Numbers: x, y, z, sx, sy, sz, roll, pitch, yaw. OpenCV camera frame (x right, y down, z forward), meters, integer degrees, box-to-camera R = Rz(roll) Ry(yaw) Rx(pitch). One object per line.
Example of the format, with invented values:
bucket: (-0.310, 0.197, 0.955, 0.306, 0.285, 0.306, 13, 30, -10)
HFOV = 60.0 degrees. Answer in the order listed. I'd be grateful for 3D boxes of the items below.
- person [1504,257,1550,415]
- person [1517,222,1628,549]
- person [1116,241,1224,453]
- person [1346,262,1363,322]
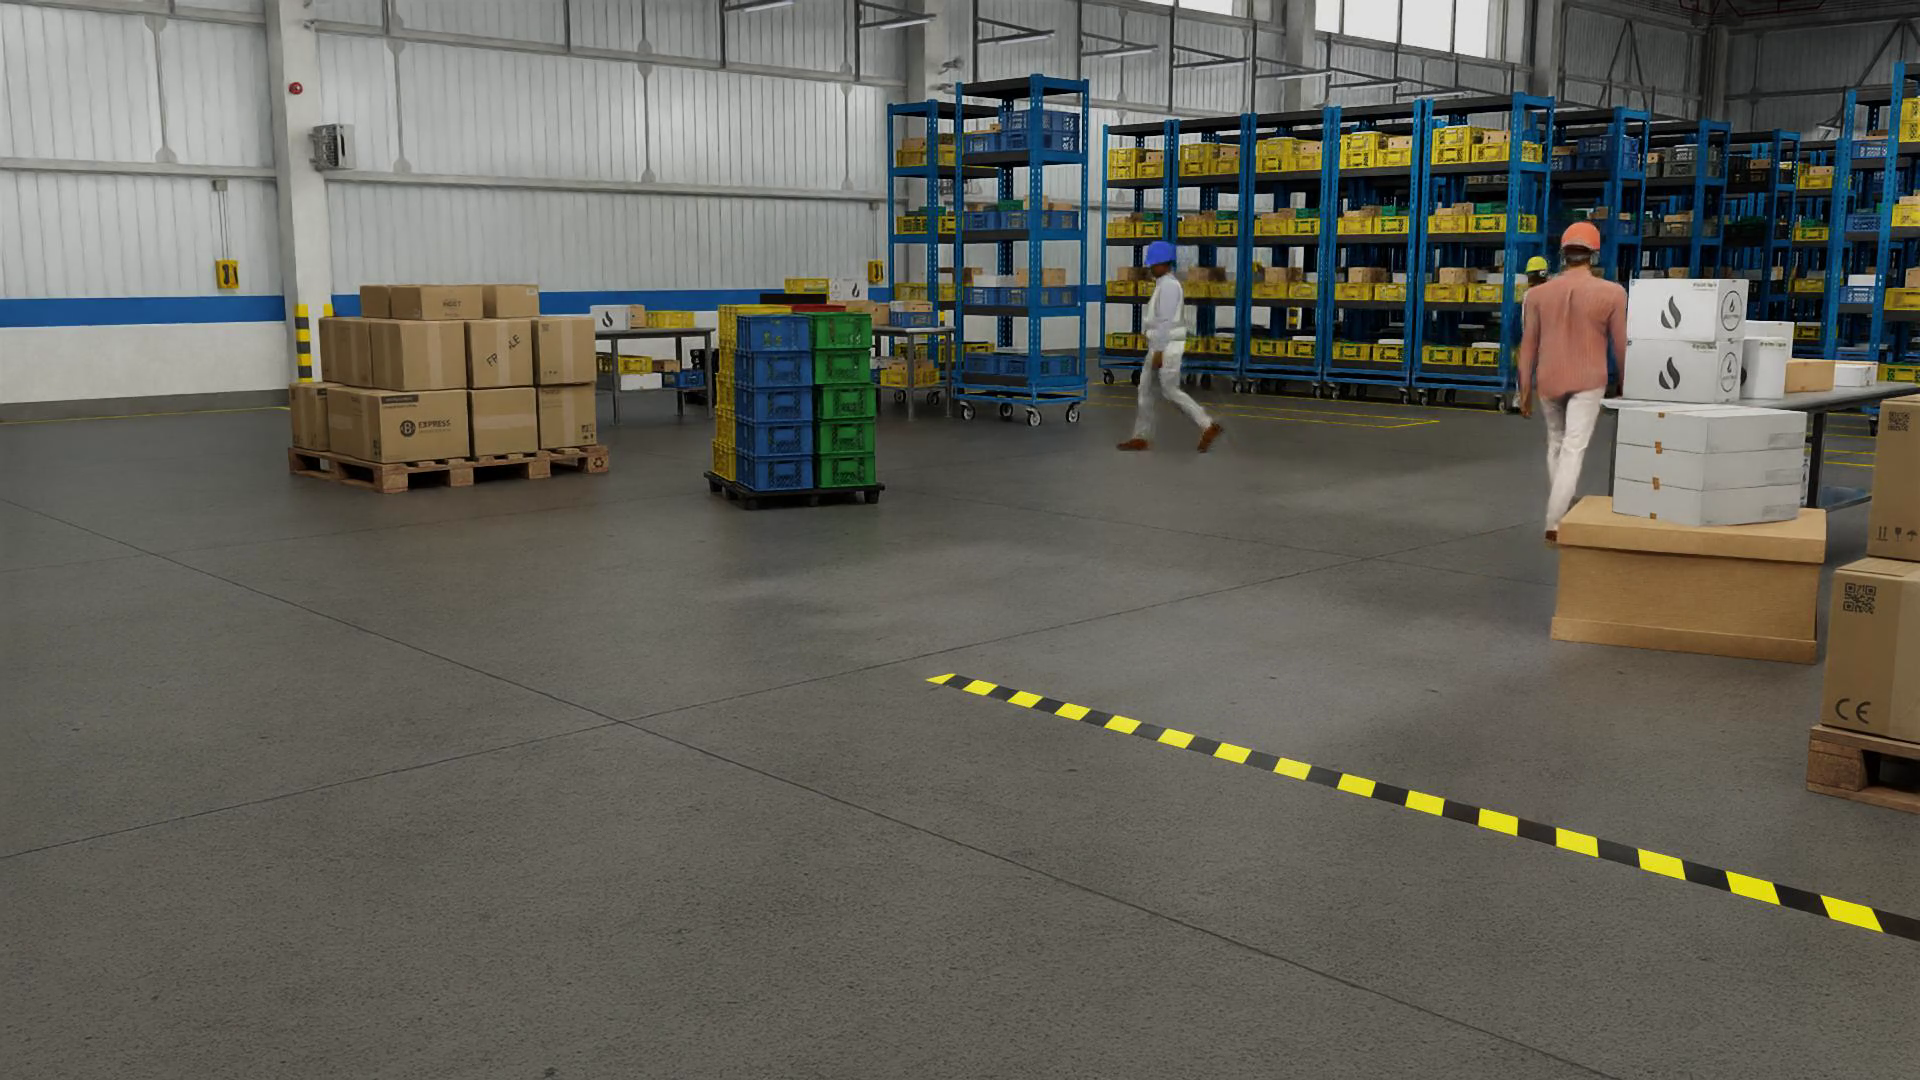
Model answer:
person: (6.544, -2.287, 18.725, 0.924, 1.782, 0.608, -7, 12, -36)
person: (3.763, -0.947, 10.135, 0.619, 1.938, 1.034, 8, 12, 39)
person: (1.892, -1.709, 14.833, 0.875, 1.914, 0.596, -1, 9, -4)
person: (6.994, -4.011, 28.970, 0.892, 1.808, 0.566, -6, 11, -30)
